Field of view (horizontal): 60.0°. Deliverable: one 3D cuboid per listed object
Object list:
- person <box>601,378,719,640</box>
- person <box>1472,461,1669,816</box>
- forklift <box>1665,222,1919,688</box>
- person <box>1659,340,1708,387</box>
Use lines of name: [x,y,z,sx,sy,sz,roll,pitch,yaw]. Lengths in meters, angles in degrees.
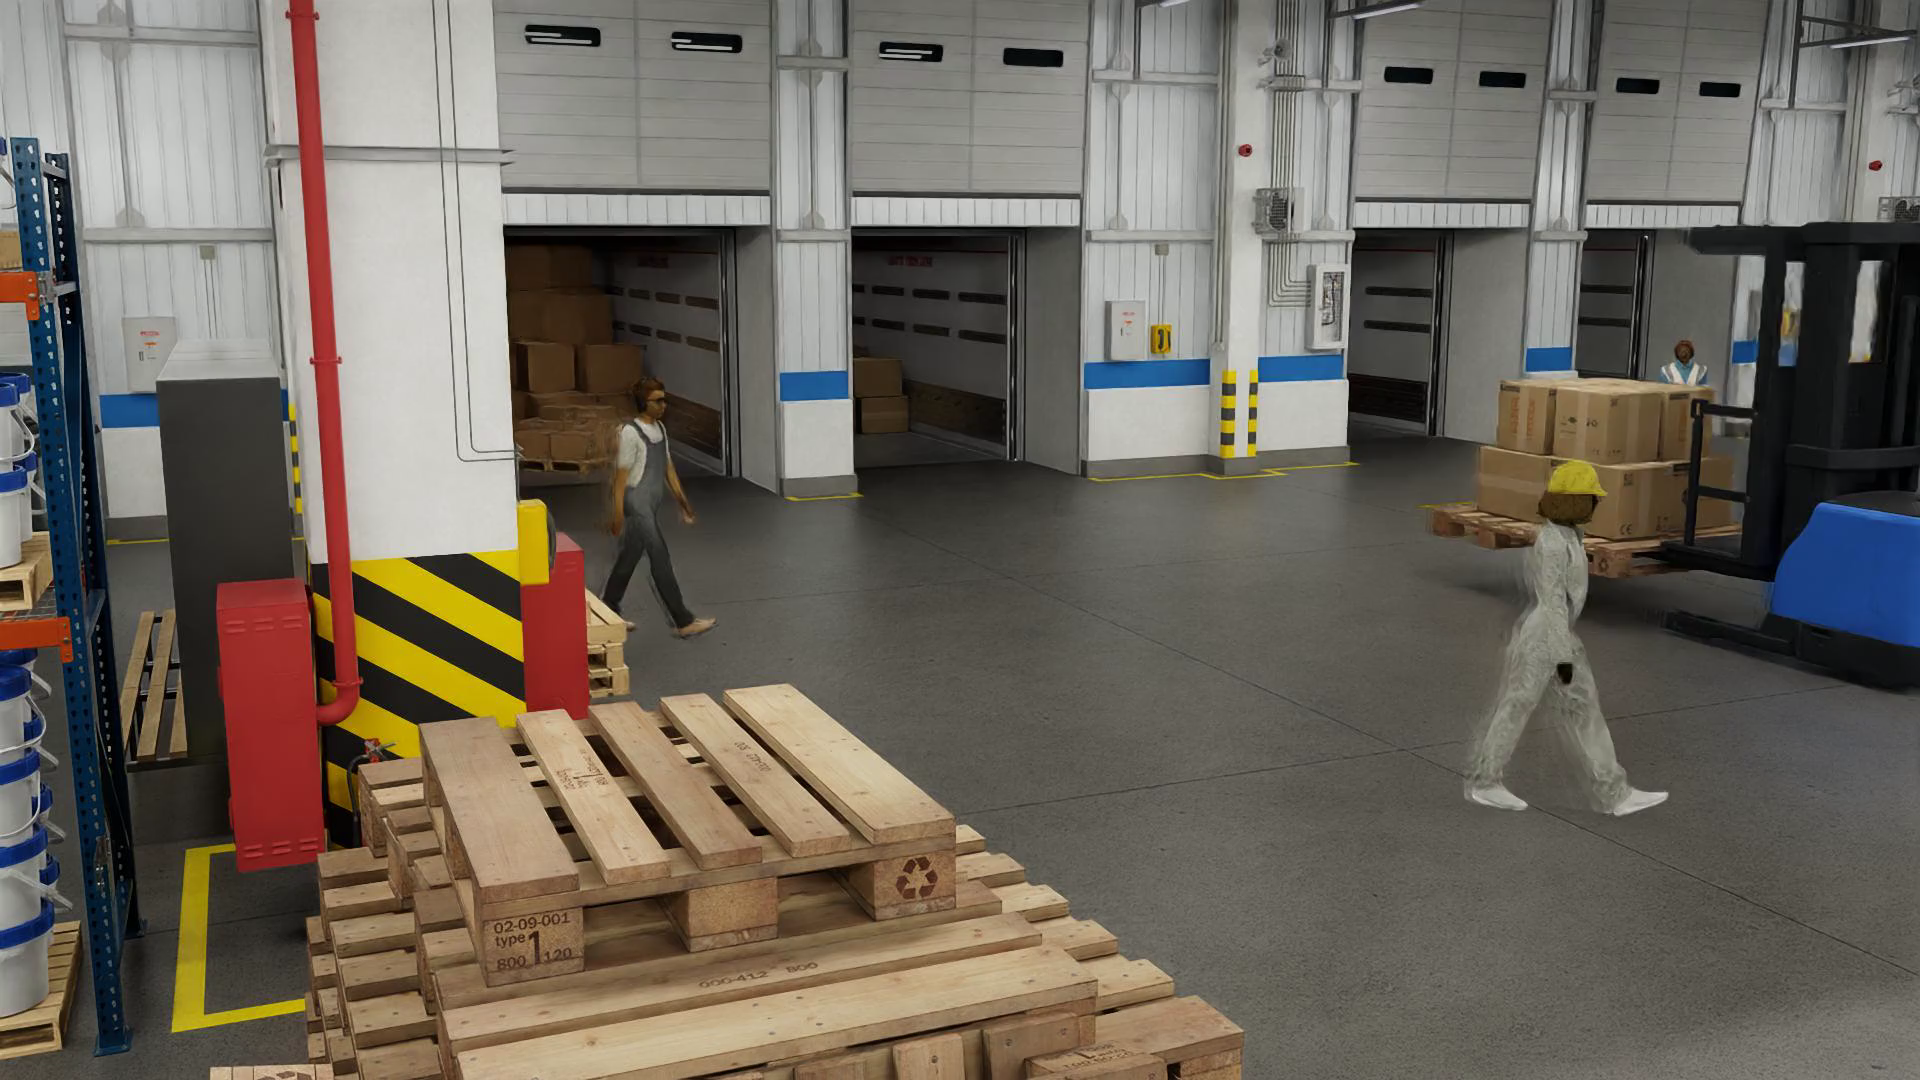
person: [-2.134,-0.213,11.381,0.960,1.796,0.518,2,10,11]
person: [2.857,0.481,7.766,0.899,1.693,0.506,6,12,32]
forklift: [5.764,-0.627,10.644,1.129,2.768,1.873,-4,11,-23]
person: [7.906,-1.369,18.213,0.539,1.614,0.605,3,11,15]
